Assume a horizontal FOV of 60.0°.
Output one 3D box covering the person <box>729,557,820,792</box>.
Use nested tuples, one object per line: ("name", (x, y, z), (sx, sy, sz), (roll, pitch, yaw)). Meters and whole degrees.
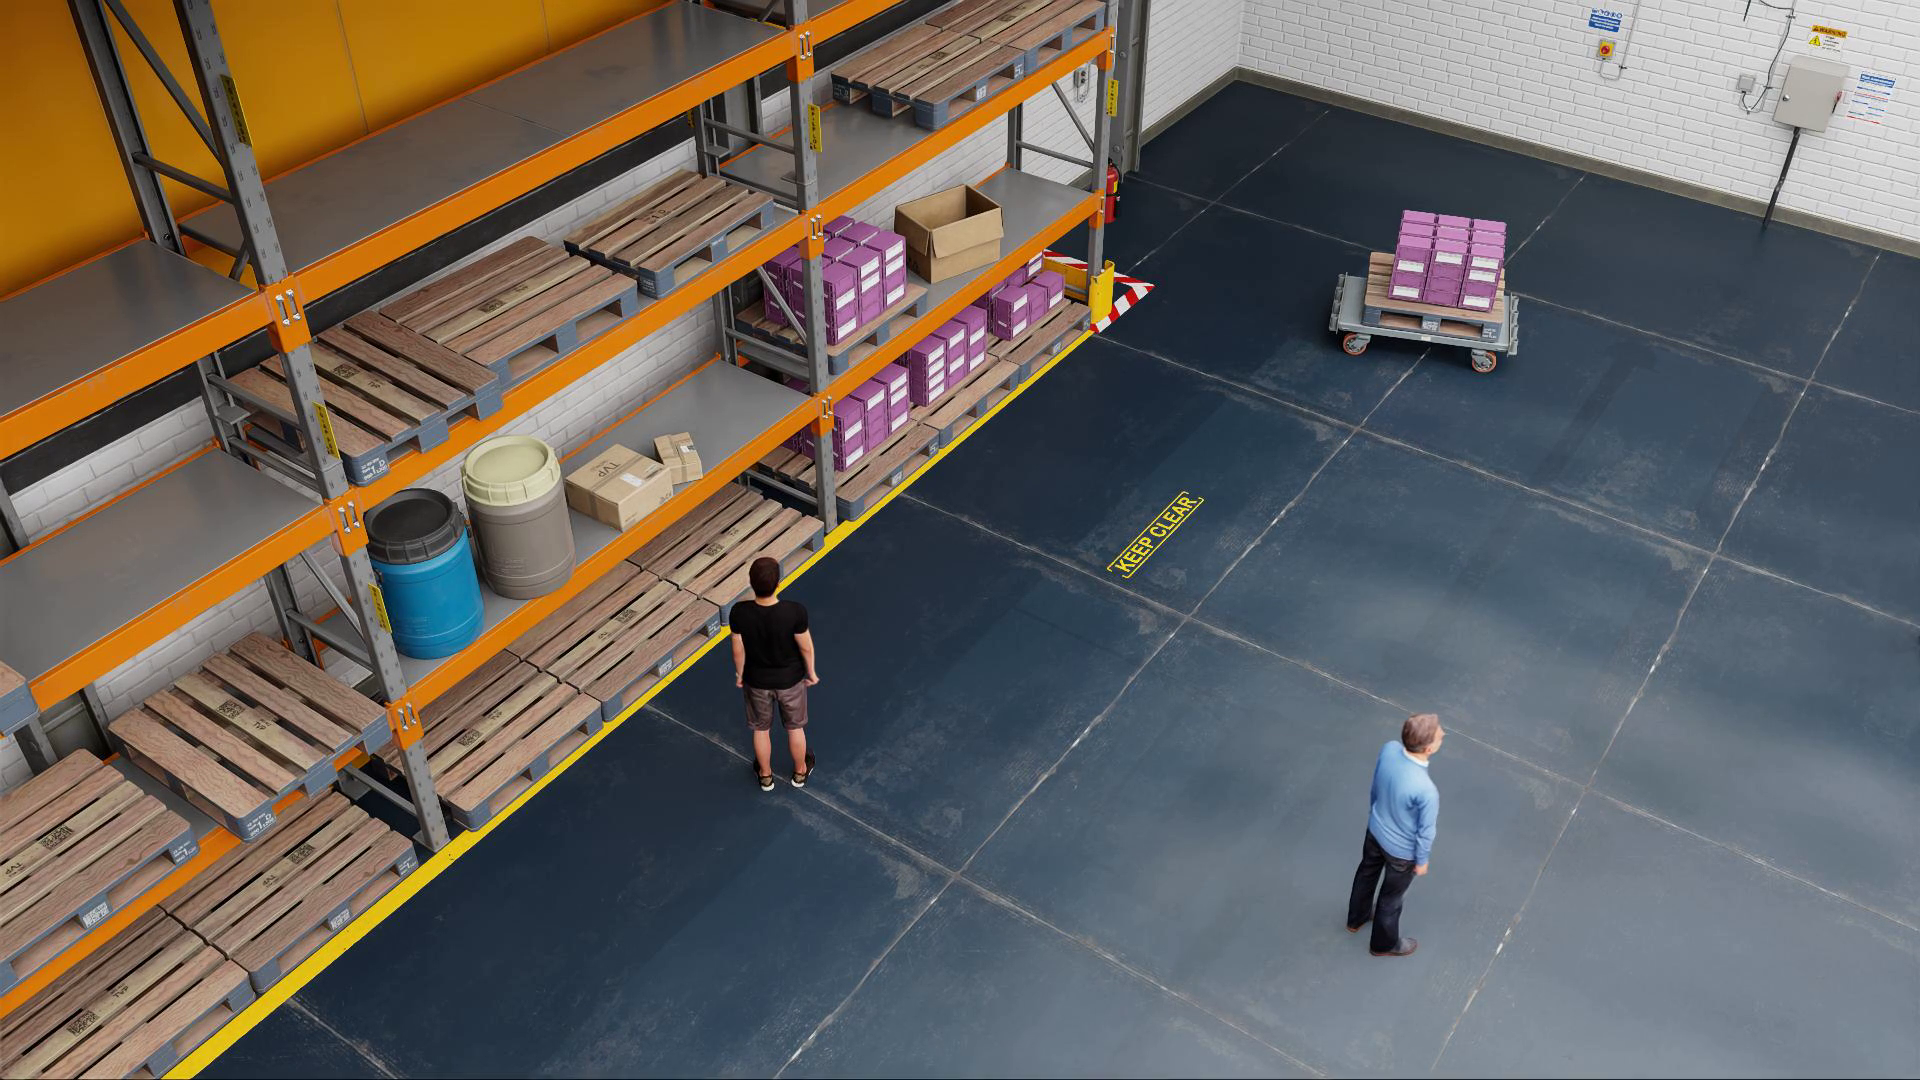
("person", (-1.186, 0.858, 10.524), (0.772, 1.862, 0.804), (-2, 39, -3))

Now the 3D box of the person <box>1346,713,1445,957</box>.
("person", (2.500, 1.676, 9.532), (0.762, 1.820, 0.745), (-13, 40, -16))
